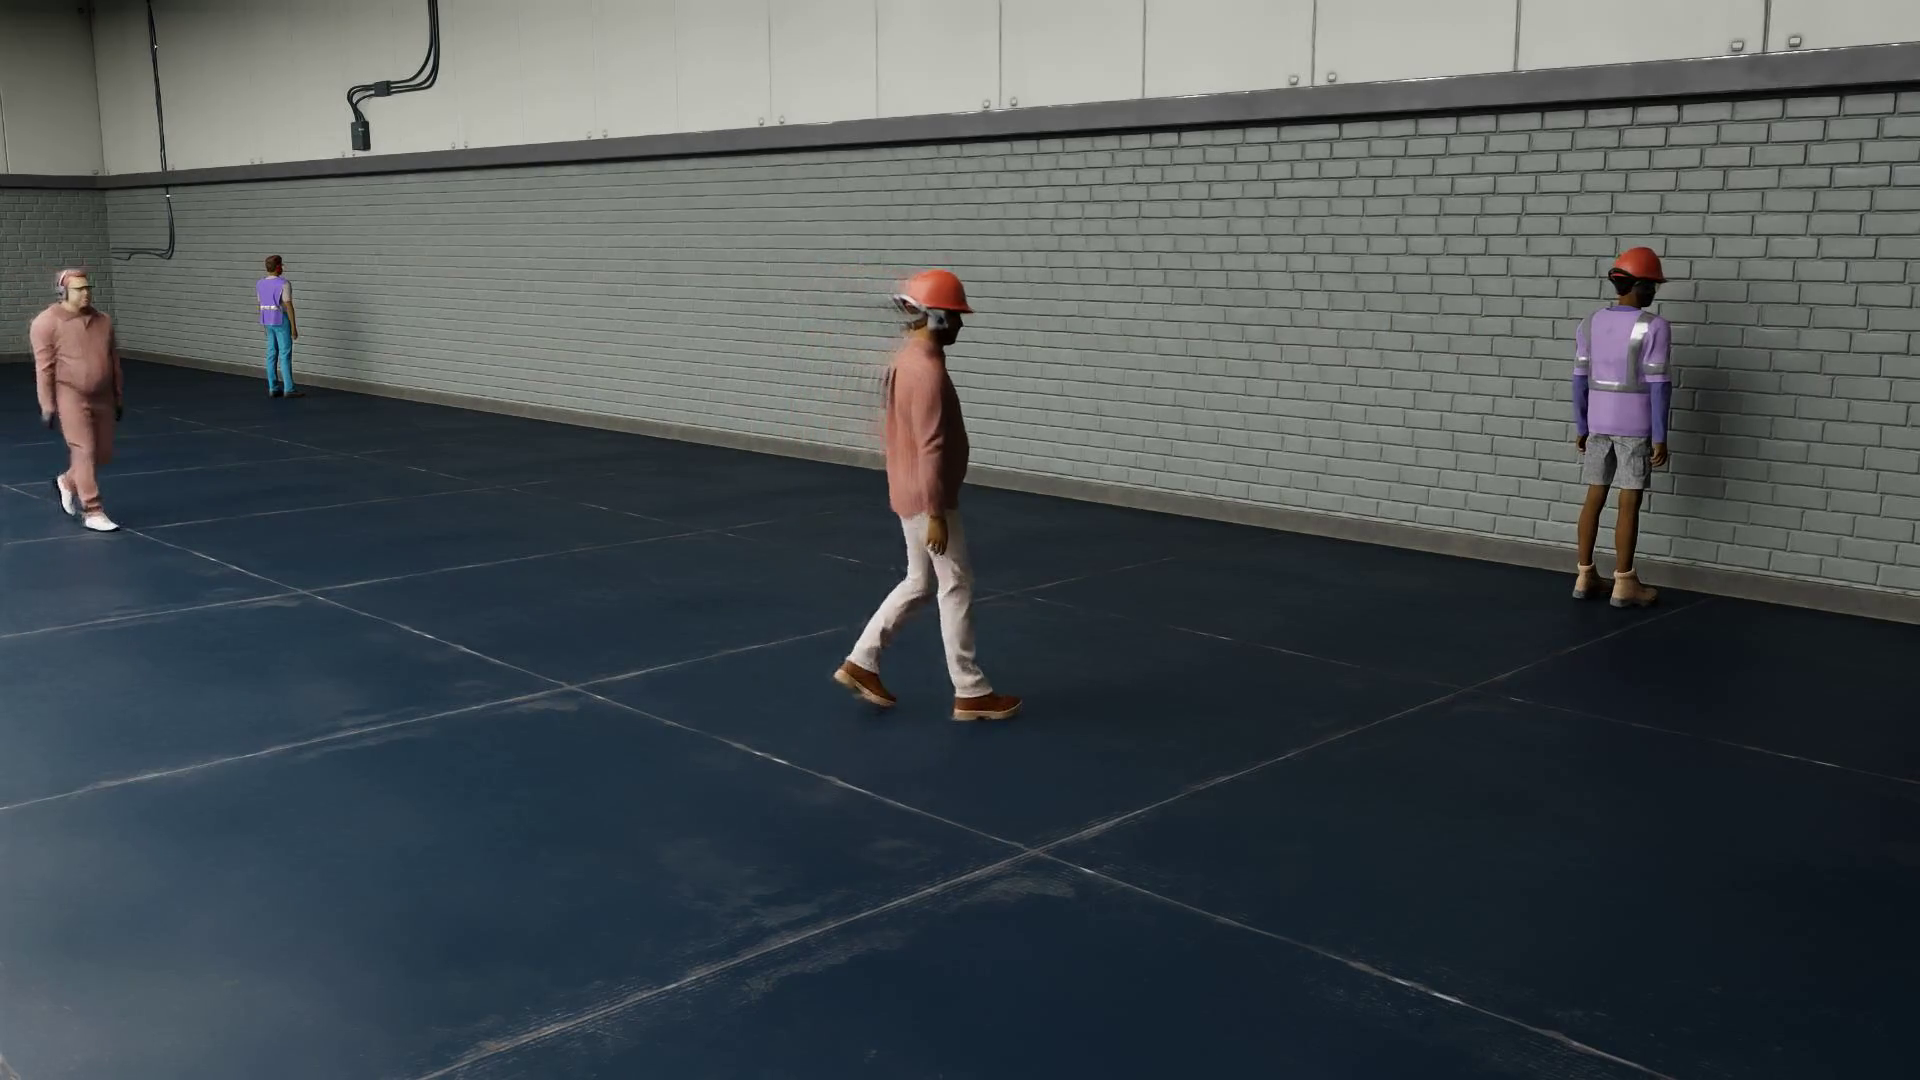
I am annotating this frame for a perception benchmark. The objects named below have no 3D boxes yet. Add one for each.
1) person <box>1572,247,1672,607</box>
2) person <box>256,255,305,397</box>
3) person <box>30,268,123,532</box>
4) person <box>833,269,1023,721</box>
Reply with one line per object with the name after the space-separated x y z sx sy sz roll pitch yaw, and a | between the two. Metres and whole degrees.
3.826 -0.652 9.577 0.381 2.040 0.616 -6 12 -29 | person
-8.953 -2.801 21.824 0.566 1.850 0.389 4 11 23 | person
-6.404 -1.024 12.064 0.751 1.887 0.650 5 11 25 | person
-0.155 -0.188 7.249 0.806 1.973 0.628 -2 11 -11 | person
